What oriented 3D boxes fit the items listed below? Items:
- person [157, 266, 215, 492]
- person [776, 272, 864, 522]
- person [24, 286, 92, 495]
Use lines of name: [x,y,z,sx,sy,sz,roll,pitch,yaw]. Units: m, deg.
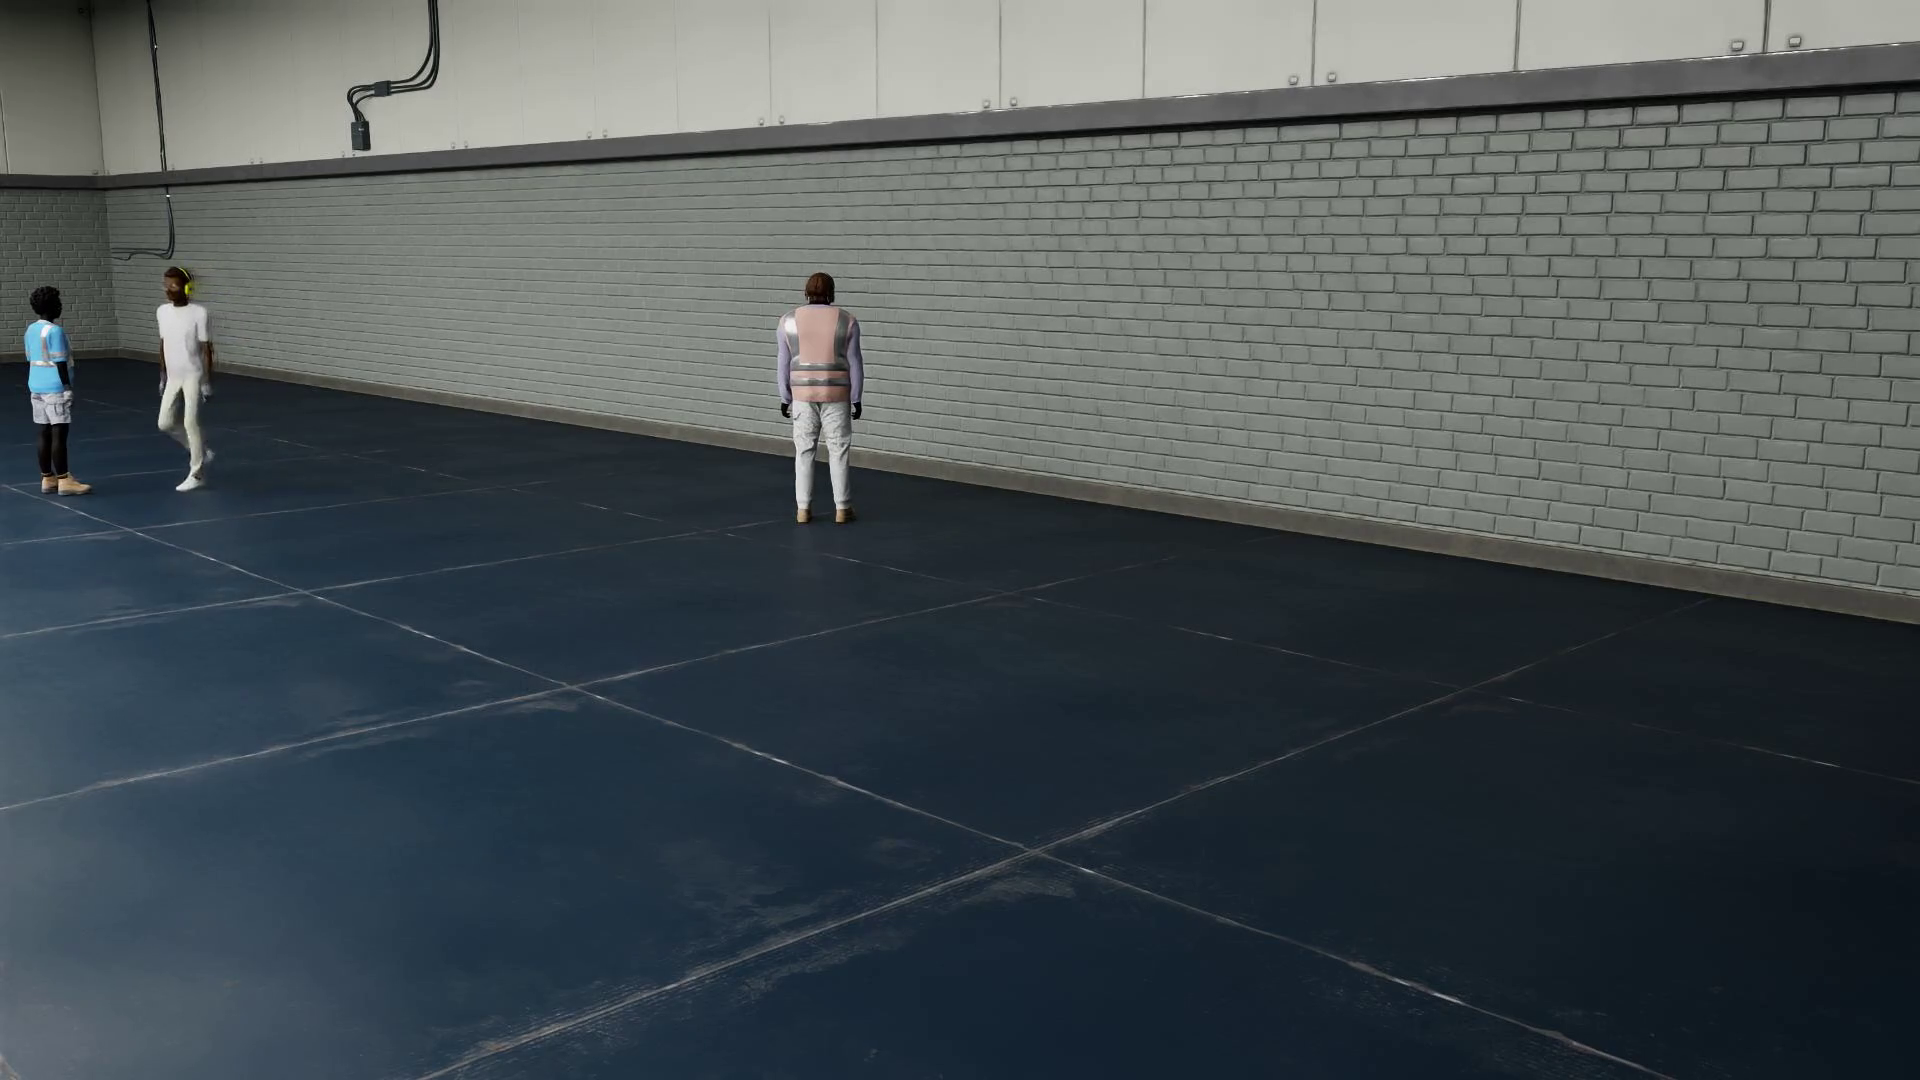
person: [-6.428,-1.339,13.826,0.538,1.854,0.462,3,11,16]
person: [-1.025,-1.052,12.306,0.637,1.842,0.429,1,10,3]
person: [-7.435,-1.225,13.641,0.529,1.697,0.321,8,13,37]
